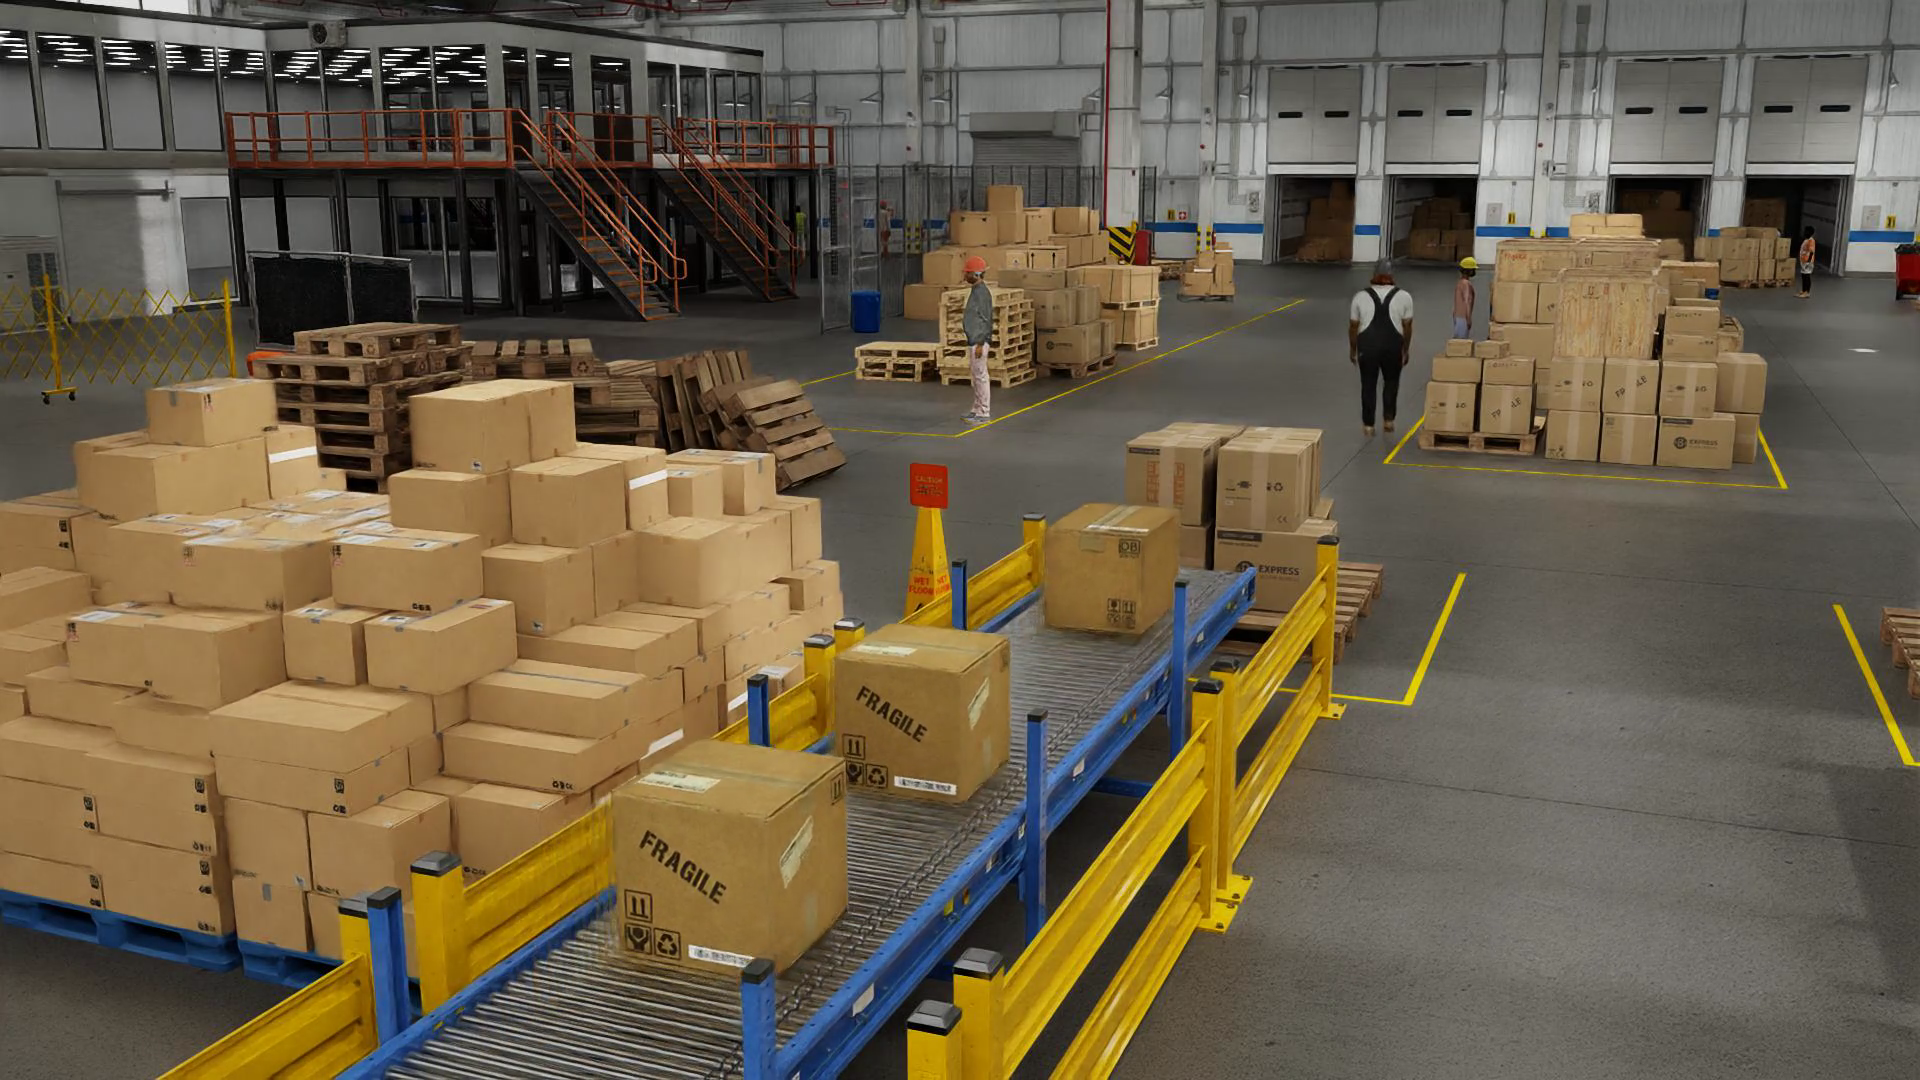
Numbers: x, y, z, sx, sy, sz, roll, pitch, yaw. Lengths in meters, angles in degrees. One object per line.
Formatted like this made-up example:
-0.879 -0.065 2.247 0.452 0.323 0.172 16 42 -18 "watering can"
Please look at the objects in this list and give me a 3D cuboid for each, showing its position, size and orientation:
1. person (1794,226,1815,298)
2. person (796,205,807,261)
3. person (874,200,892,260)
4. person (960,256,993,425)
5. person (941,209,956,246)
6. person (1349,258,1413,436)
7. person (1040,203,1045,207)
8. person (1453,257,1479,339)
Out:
20.017 -6.573 39.343 0.316 1.697 0.542 2 13 11 "person"
-5.377 -10.174 55.175 0.626 1.844 0.429 -7 15 -30 "person"
-2.580 -10.376 55.753 0.609 1.986 0.390 7 14 28 "person"
0.198 -2.377 19.849 0.384 1.993 0.623 -2 13 -8 "person"
-0.255 -8.555 47.824 0.558 1.892 1.021 5 13 20 "person"
4.846 -2.252 19.186 0.703 2.000 0.872 3 13 15 "person"
2.665 -9.918 53.786 0.618 1.944 0.397 0 13 1 "person"
7.298 -3.199 24.058 0.310 1.768 0.533 0 13 -1 "person"
